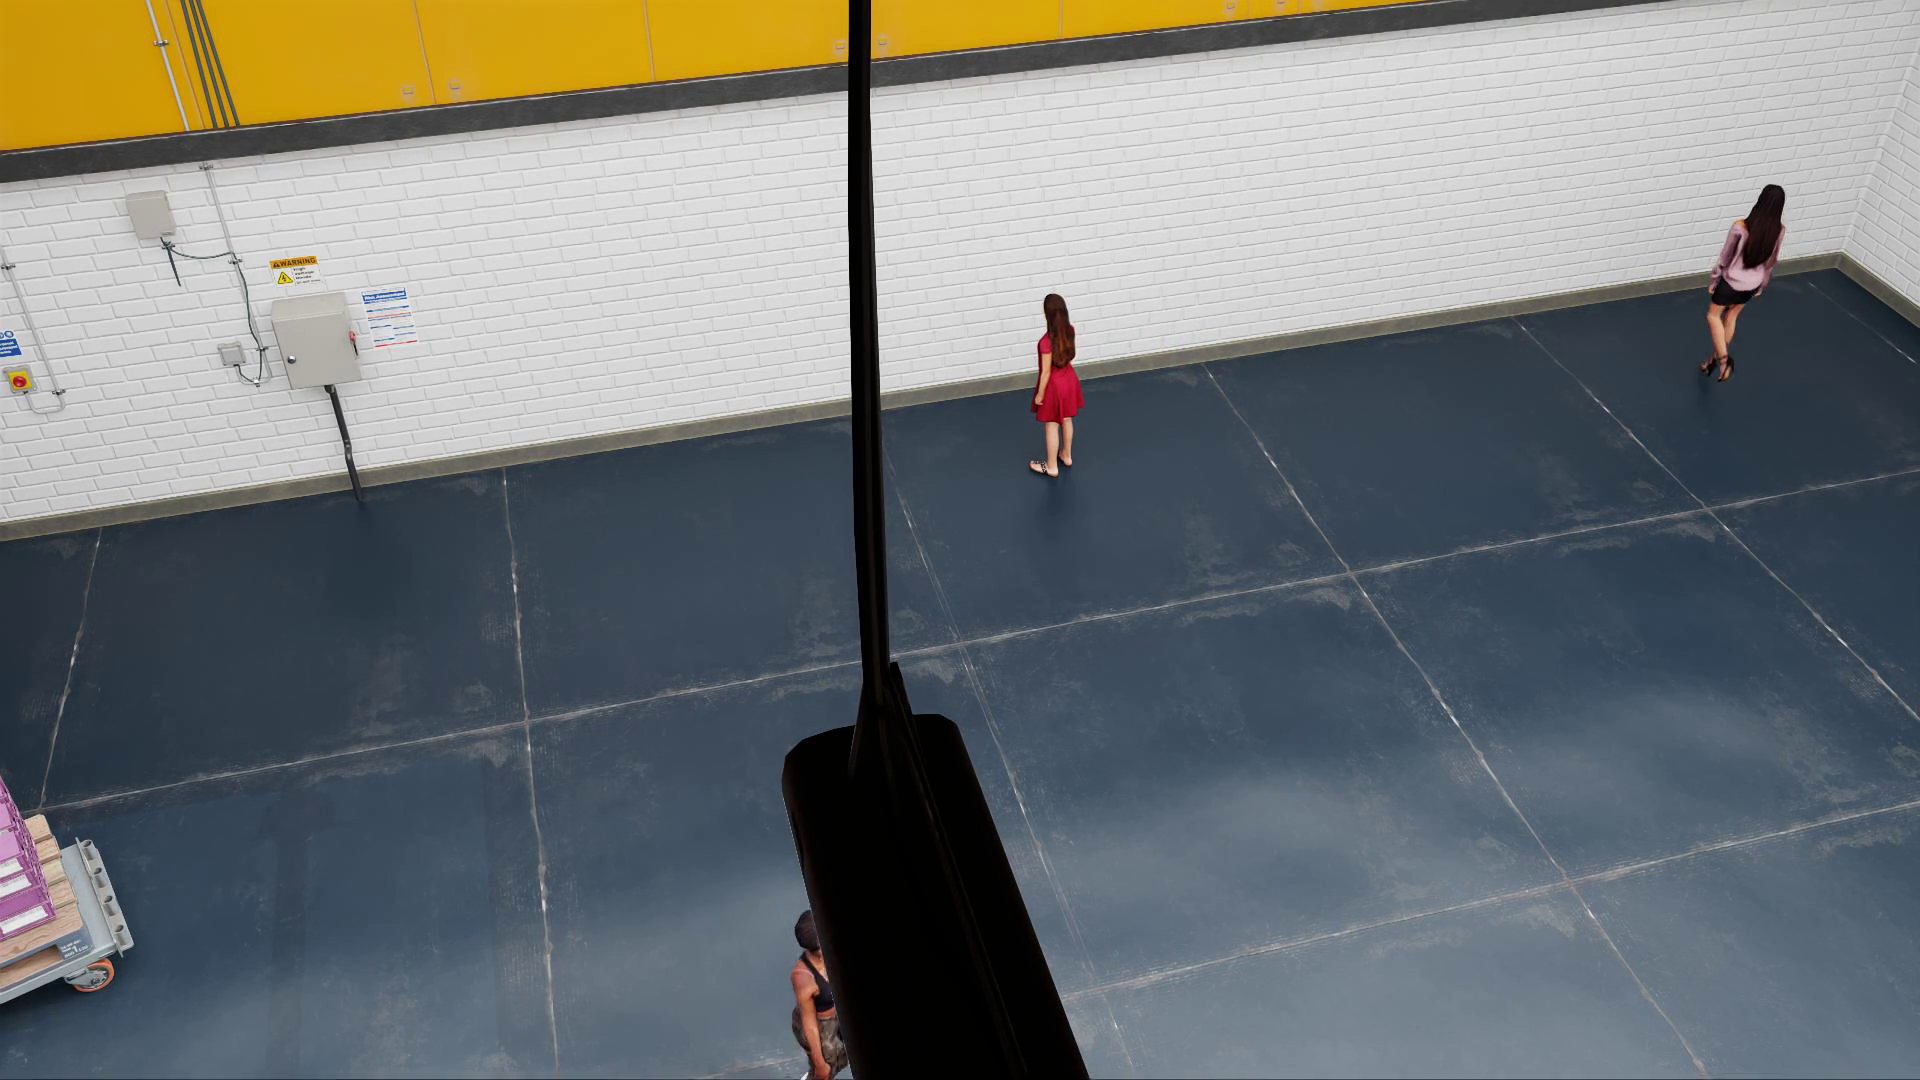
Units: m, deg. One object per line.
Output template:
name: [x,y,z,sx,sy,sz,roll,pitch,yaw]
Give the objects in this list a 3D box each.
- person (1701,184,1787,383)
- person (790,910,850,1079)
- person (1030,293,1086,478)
person: [6.409,-2.035,13.646,0.769,1.798,0.896,2,39,2]
person: [-0.738,2.359,8.232,0.814,1.688,0.753,18,42,21]
person: [0.740,-1.199,12.795,0.730,1.551,0.670,29,47,31]
